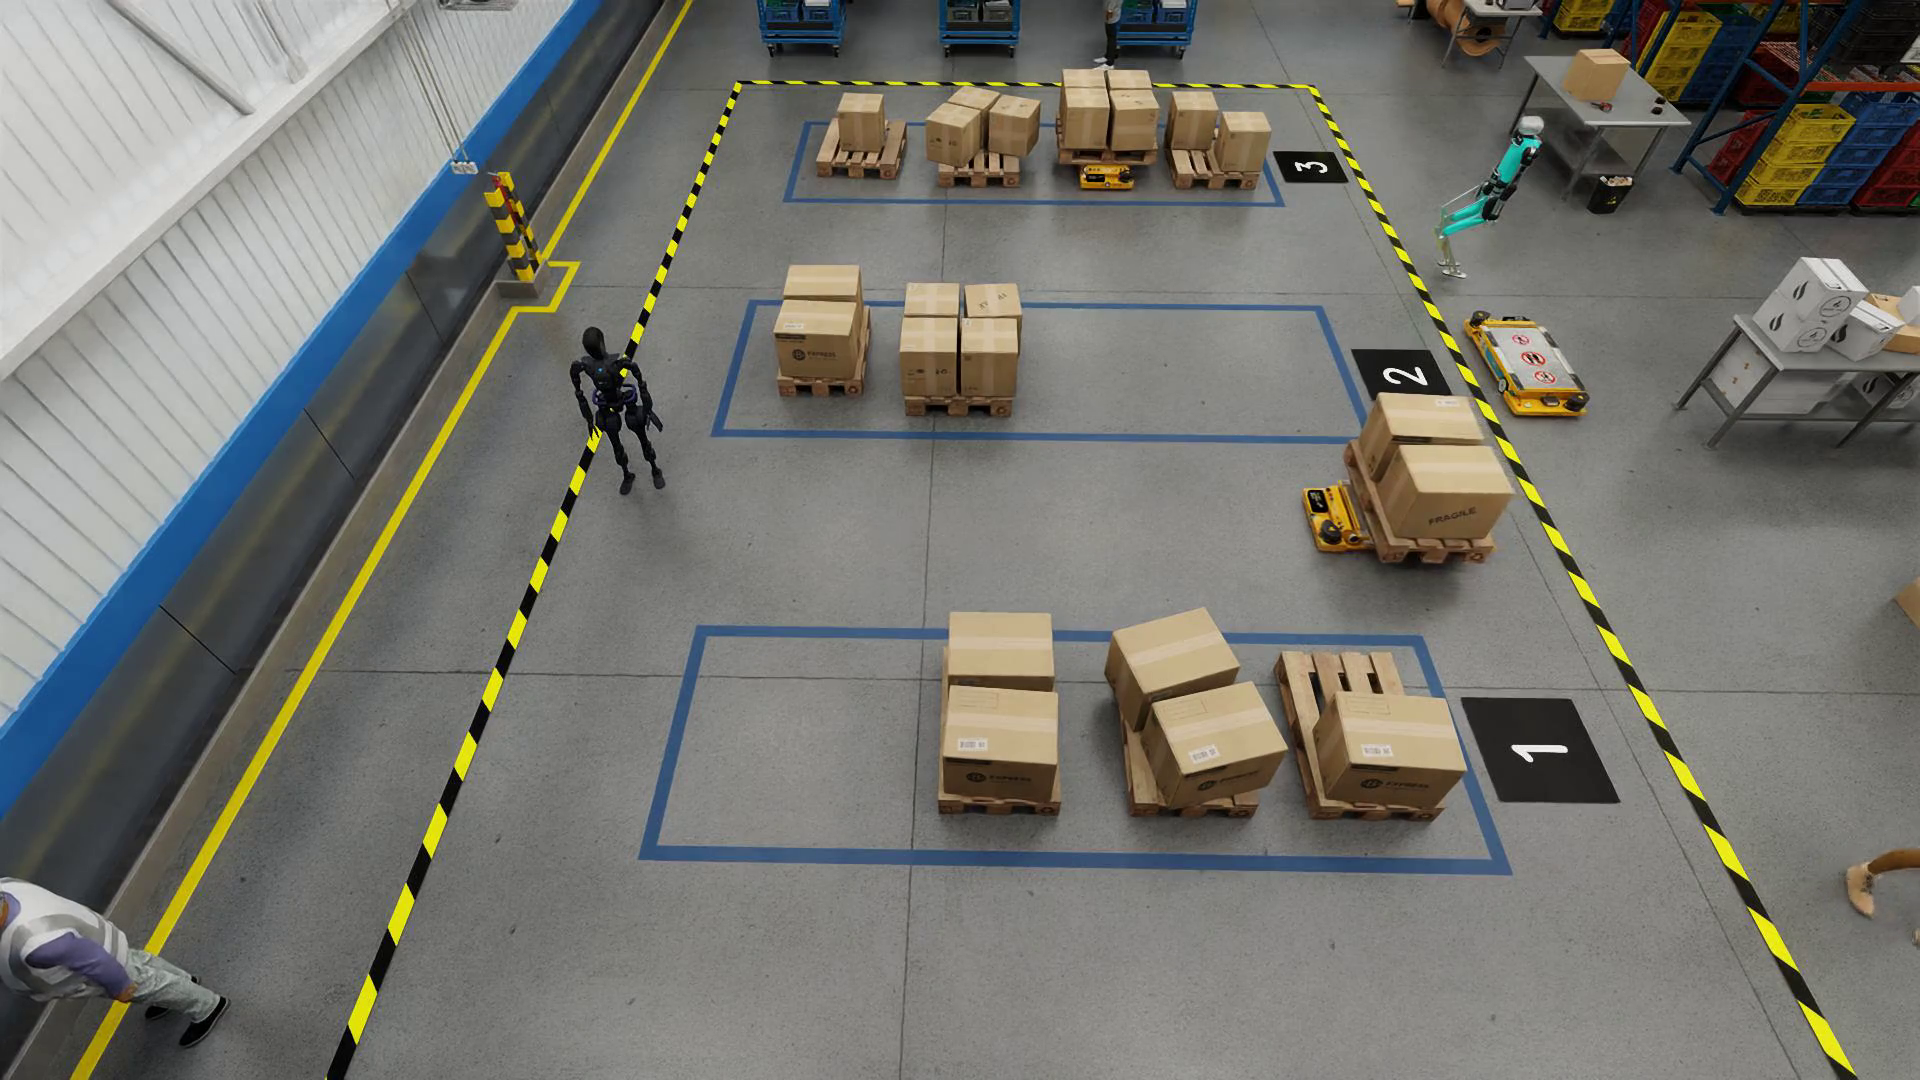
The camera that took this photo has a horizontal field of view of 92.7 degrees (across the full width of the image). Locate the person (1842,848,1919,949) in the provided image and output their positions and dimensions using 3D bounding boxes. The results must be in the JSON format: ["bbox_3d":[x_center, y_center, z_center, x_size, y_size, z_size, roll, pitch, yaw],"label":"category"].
[{"bbox_3d":[5.754,1.629,4.987,0.392,1.987,0.667,-34,57,-26],"label":"person"}]

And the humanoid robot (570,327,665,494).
[{"bbox_3d":[-2.773,-1.040,7.493,0.599,1.656,0.315,-8,50,-7],"label":"humanoid robot"}]

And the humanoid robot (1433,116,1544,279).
[{"bbox_3d":[5.367,-3.568,9.562,0.735,1.677,0.533,8,50,7],"label":"humanoid robot"}]

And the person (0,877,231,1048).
[{"bbox_3d":[-4.448,2.141,4.644,0.600,1.831,0.404,22,53,18],"label":"person"}]

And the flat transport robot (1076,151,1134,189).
[{"bbox_3d":[1.845,-4.982,11.827,0.652,0.197,1.431,1,49,1],"label":"flat transport robot"}]

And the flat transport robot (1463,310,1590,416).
[{"bbox_3d":[5.573,-1.757,9.054,0.659,0.231,1.431,1,49,1],"label":"flat transport robot"}]

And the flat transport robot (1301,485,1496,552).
[{"bbox_3d":[3.680,-0.207,7.694,1.431,0.197,0.652,1,49,1],"label":"flat transport robot"}]

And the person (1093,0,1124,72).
[{"bbox_3d":[2.157,-7.753,13.199,0.403,1.848,0.589,6,49,5],"label":"person"}]
